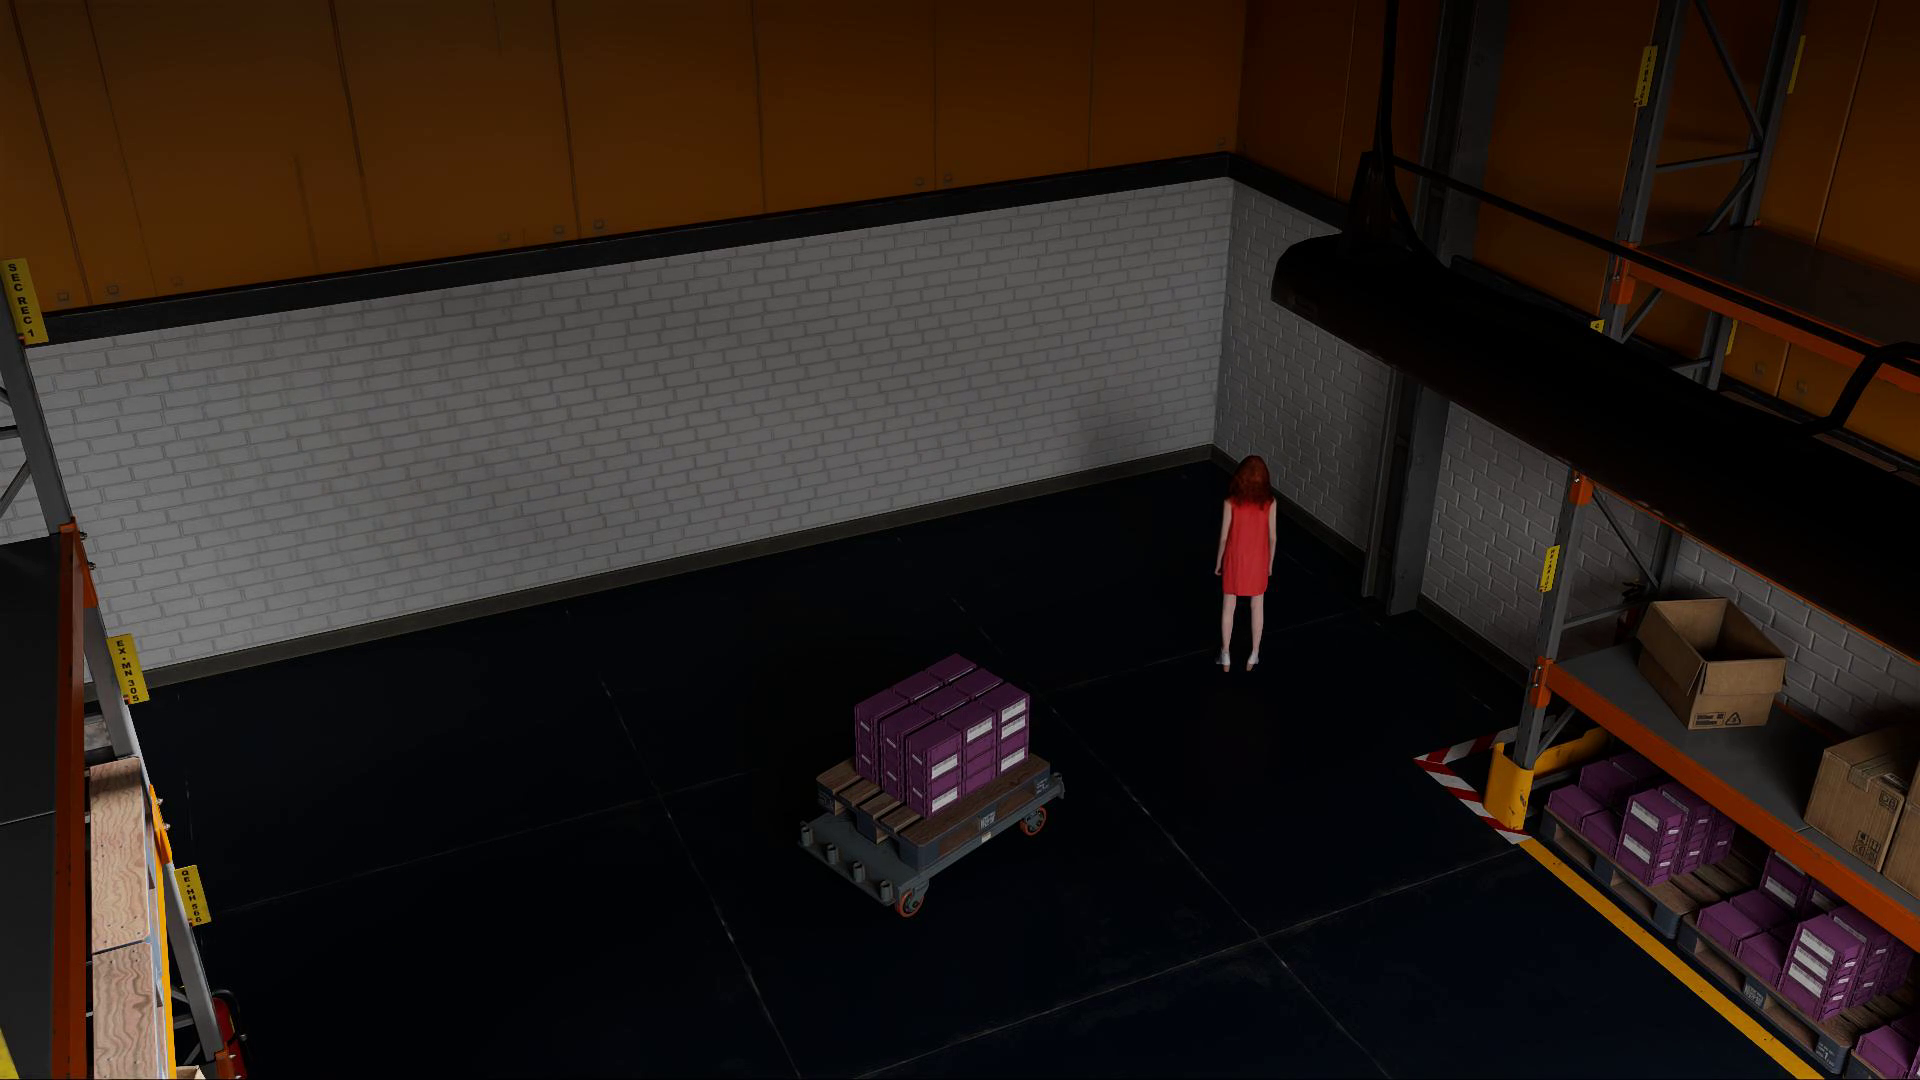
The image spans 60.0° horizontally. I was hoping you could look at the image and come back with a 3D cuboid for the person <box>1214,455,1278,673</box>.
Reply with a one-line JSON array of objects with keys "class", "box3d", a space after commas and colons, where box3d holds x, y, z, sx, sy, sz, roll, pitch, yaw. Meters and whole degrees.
[{"class": "person", "box3d": [2.176, 0.188, 12.680, 0.668, 1.828, 0.659, 1, 29, 2]}]
